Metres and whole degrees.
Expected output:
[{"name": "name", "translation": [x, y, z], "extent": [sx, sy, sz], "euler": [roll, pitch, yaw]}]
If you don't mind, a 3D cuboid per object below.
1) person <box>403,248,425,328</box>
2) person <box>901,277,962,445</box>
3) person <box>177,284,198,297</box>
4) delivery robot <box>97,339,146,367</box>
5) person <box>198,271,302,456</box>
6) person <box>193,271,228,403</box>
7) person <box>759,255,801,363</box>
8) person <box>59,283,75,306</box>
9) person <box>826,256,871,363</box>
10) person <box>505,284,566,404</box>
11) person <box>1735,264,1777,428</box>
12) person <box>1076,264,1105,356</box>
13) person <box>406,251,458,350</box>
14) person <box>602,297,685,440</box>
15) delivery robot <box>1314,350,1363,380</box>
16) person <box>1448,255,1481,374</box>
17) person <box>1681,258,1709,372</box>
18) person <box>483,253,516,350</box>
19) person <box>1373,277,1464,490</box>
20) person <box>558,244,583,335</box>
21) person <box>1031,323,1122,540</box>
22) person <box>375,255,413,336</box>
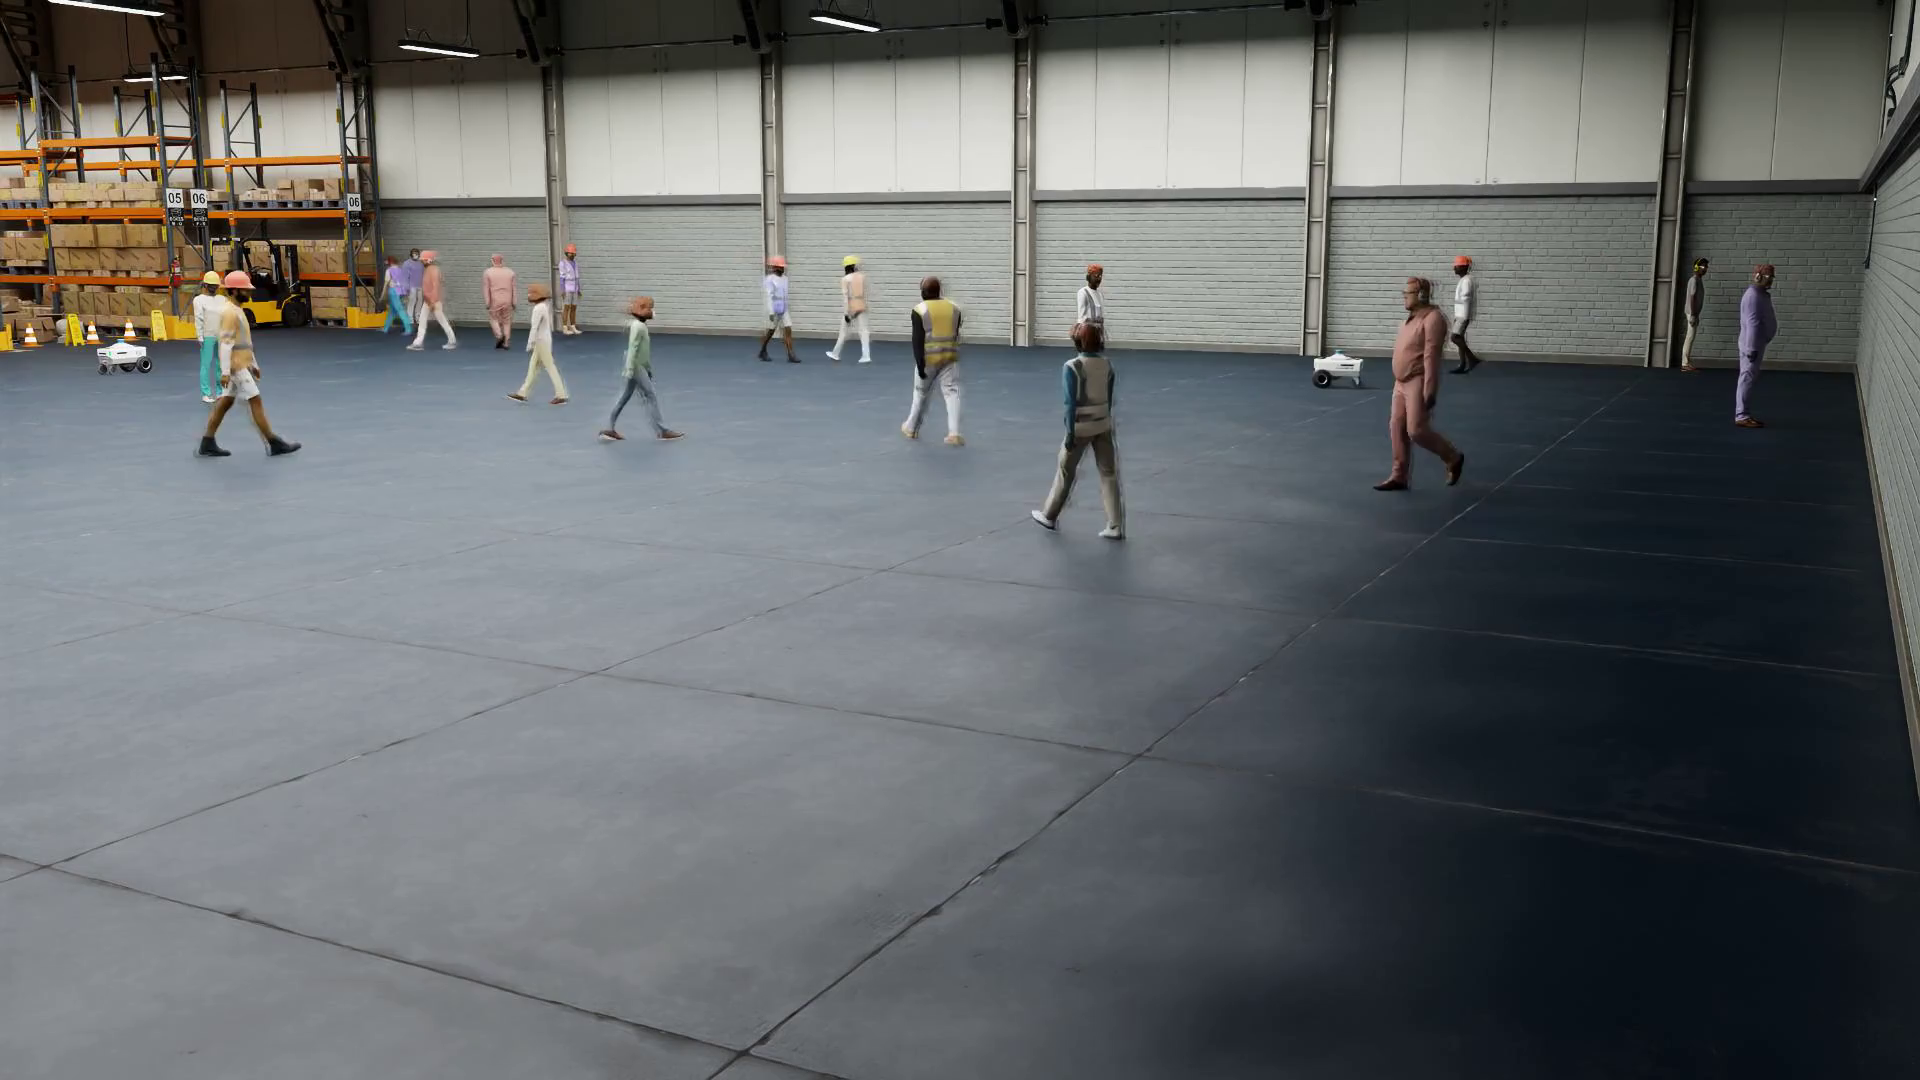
[{"name": "person", "translation": [-13.248, -6.134, 40.485], "extent": [0.372, 1.935, 0.629], "euler": [6, 12, 28]}, {"name": "person", "translation": [-0.288, -1.948, 18.051], "extent": [0.633, 1.786, 0.979], "euler": [-5, 12, -28]}, {"name": "person", "translation": [-17.896, -5.716, 38.502], "extent": [0.629, 1.820, 0.635], "euler": [5, 12, 27]}, {"name": "delivery robot", "translation": [-13.607, -3.018, 27.002], "extent": [0.477, 0.478, 0.707], "euler": [5, 12, 27]}, {"name": "person", "translation": [-7.298, -1.773, 16.846], "extent": [0.999, 1.887, 0.584], "euler": [-3, 11, -18]}, {"name": "person", "translation": [-10.042, -2.733, 22.413], "extent": [0.335, 1.762, 0.526], "euler": [6, 12, 28]}, {"name": "person", "translation": [-3.241, -4.083, 29.435], "extent": [0.997, 1.893, 0.562], "euler": [9, 14, 41]}, {"name": "person", "translation": [-22.305, -6.285, 41.308], "extent": [0.922, 1.925, 0.627], "euler": [5, 12, 25]}, {"name": "person", "translation": [-1.946, -4.079, 29.440], "extent": [0.982, 1.876, 0.591], "euler": [10, 14, 43]}, {"name": "person", "translation": [-5.639, -2.583, 22.023], "extent": [0.830, 1.586, 0.525], "euler": [-1, 10, -6]}, {"name": "person", "translation": [9.361, -2.277, 19.545], "extent": [0.399, 1.903, 0.643], "euler": [6, 12, 28]}, {"name": "person", "translation": [1.660, -2.552, 21.087], "extent": [0.356, 1.883, 0.575], "euler": [6, 12, 28]}, {"name": "person", "translation": [-10.378, -4.703, 32.673], "extent": [1.010, 1.945, 0.631], "euler": [-9, 13, -39]}, {"name": "person", "translation": [-3.515, -1.865, 18.169], "extent": [0.903, 1.576, 0.507], "euler": [-1, 10, -7]}, {"name": "delivery robot", "translation": [5.579, -2.561, 24.510], "extent": [0.707, 0.478, 0.477], "euler": [2, 11, 11]}, {"name": "person", "translation": [8.100, -3.625, 26.823], "extent": [0.450, 1.922, 0.578], "euler": [2, 11, 9]}, {"name": "person", "translation": [12.175, -3.724, 27.543], "extent": [0.329, 1.863, 0.513], "euler": [6, 12, 28]}, {"name": "person", "translation": [-9.034, -4.676, 32.669], "extent": [0.649, 1.888, 0.416], "euler": [-6, 12, -30]}, {"name": "person", "translation": [4.040, -1.354, 14.546], "extent": [0.687, 1.882, 0.654], "euler": [-2, 11, -11]}, {"name": "person", "translation": [-8.771, -5.653, 37.581], "extent": [0.402, 2.036, 0.609], "euler": [6, 12, 28]}, {"name": "person", "translation": [0.919, -0.818, 12.425], "extent": [0.547, 1.591, 0.864], "euler": [-8, 13, -36]}, {"name": "person", "translation": [-12.661, -5.446, 37.105], "extent": [0.962, 1.791, 0.596], "euler": [1, 10, 7]}]
